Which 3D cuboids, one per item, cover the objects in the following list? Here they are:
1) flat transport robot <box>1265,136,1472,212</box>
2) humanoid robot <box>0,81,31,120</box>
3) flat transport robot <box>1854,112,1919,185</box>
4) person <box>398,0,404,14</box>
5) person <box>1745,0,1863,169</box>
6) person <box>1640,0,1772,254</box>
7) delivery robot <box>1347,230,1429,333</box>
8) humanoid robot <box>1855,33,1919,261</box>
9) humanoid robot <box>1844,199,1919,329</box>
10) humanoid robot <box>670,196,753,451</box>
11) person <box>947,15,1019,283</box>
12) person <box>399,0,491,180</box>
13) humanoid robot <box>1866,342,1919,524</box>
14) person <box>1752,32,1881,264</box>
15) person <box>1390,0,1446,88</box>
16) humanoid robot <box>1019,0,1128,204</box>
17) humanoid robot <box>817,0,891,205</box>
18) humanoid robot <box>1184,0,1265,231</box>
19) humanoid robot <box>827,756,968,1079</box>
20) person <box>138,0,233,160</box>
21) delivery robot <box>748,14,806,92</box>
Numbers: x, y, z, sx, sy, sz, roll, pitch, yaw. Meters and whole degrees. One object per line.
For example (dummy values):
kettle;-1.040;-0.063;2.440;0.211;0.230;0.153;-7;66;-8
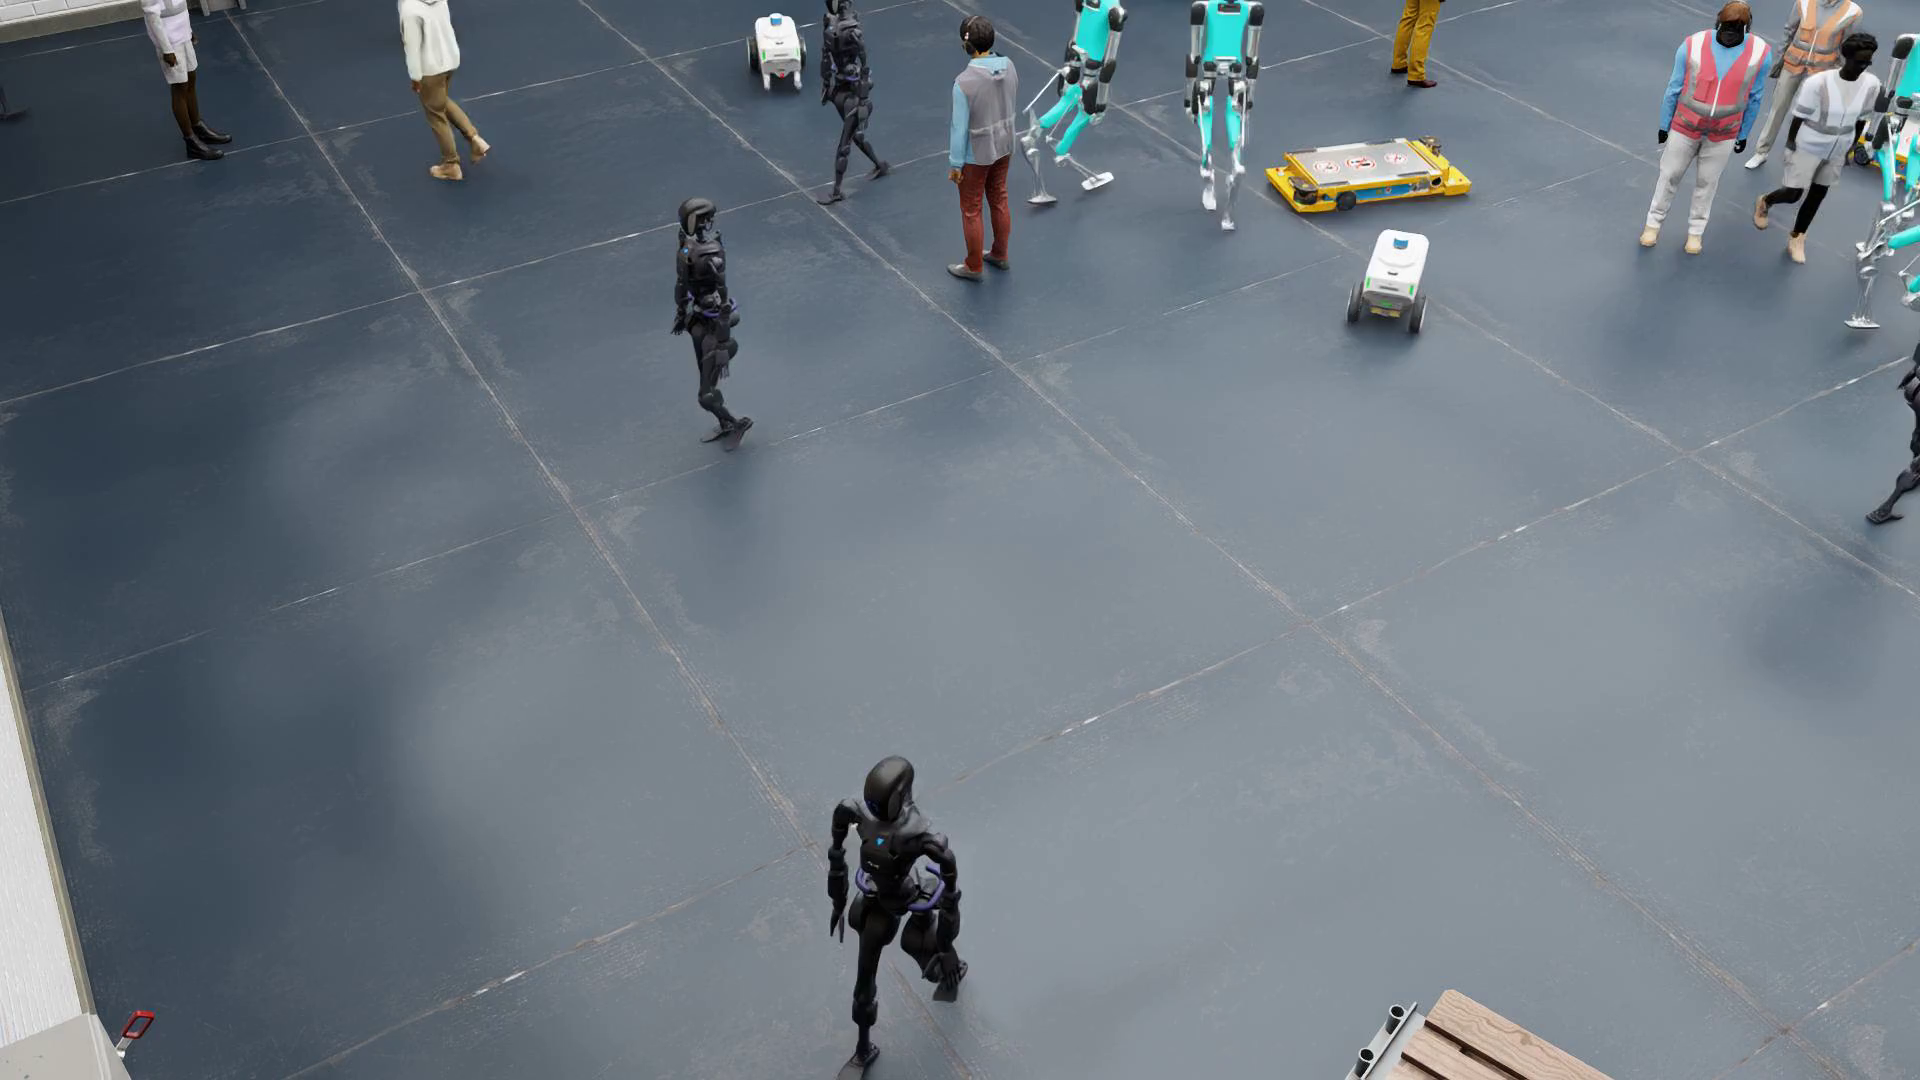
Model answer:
flat transport robot;3.154;-2.823;12.854;1.431;0.231;0.659;-9;39;-11
humanoid robot;-8.026;-4.069;13.301;0.617;1.634;0.609;-17;41;-20
flat transport robot;7.583;-2.990;13.064;0.659;0.231;1.431;-18;42;-21
person;-4.901;-5.255;14.659;0.348;1.855;0.740;11;40;14
person;6.474;-3.584;12.708;0.513;1.640;0.307;25;45;28
person;5.230;-2.894;11.691;0.628;1.835;0.431;13;40;16
delivery robot;2.956;-1.782;11.325;0.499;0.614;0.812;13;40;15
humanoid robot;6.602;-2.724;11.530;0.537;1.755;0.737;7;39;8
humanoid robot;6.235;-2.020;10.685;1.013;1.757;0.541;-7;39;-9
humanoid robot;-1.484;-1.256;9.740;0.336;1.644;0.603;-23;44;-26
person;0.163;-2.633;11.325;0.542;1.870;0.418;-30;47;-32
person;-3.976;-3.559;12.573;0.431;1.755;0.532;11;40;14
humanoid robot;5.557;-0.855;9.258;0.717;1.625;0.609;-16;41;-19
person;5.998;-2.778;11.649;0.542;1.684;0.470;-2;38;-3
person;3.969;-4.726;14.059;0.338;1.753;0.539;-10;40;-13
humanoid robot;0.760;-3.245;12.207;0.950;1.727;0.534;-21;43;-24
humanoid robot;-0.830;-3.369;12.446;0.773;1.626;0.611;-25;45;-28
humanoid robot;1.906;-3.078;12.054;0.536;1.820;0.854;-1;38;-1
humanoid robot;-0.220;1.415;6.422;0.588;1.652;0.748;16;41;20
person;-6.082;-3.921;12.905;0.370;1.928;0.542;-2;38;-3
delivery robot;-1.580;-4.276;14.431;0.499;0.563;0.738;-6;39;-8
